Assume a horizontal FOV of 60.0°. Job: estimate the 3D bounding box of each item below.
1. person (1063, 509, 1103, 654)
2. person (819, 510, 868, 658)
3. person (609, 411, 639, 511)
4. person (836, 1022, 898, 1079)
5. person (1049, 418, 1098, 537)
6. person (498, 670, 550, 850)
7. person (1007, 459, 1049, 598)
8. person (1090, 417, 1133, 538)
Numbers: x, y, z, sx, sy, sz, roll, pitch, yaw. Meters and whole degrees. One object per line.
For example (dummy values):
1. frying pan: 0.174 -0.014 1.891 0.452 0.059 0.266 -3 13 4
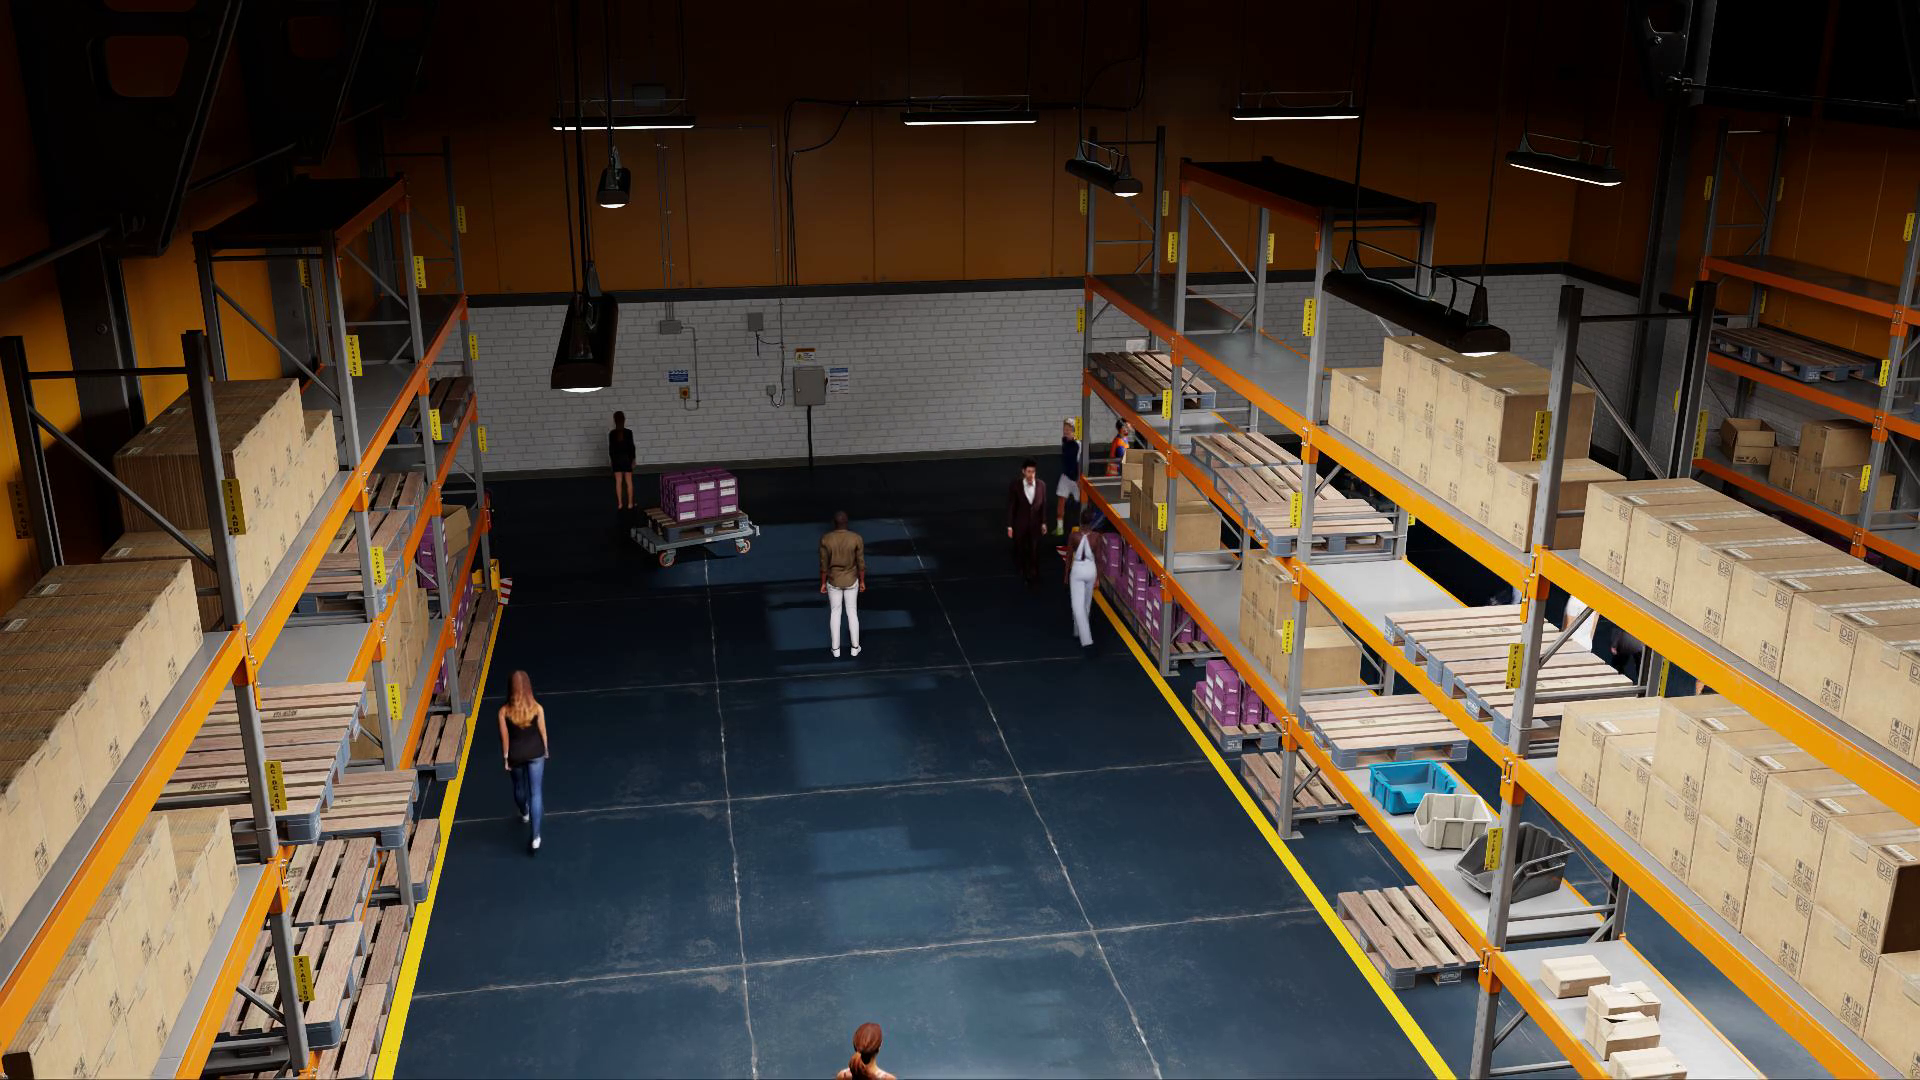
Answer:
1. person: 1.505 0.531 20.127 0.587 1.744 1.080 -3 19 -10
2. person: -1.418 0.516 20.042 0.746 1.825 0.583 -1 19 -4
3. person: -5.227 -1.239 25.682 0.573 1.552 0.581 0 19 -1
4. person: -0.567 3.804 10.336 0.654 1.790 0.647 4 19 11
5. person: 1.718 -0.929 24.398 1.072 1.784 1.185 -12 22 -31
6. person: -4.071 2.090 15.607 0.615 1.674 1.108 -4 19 -13
7. person: 0.879 -0.213 22.189 0.776 1.838 1.183 -2 19 -7
8. person: 2.213 -0.856 24.150 0.991 1.805 1.253 2 19 6
